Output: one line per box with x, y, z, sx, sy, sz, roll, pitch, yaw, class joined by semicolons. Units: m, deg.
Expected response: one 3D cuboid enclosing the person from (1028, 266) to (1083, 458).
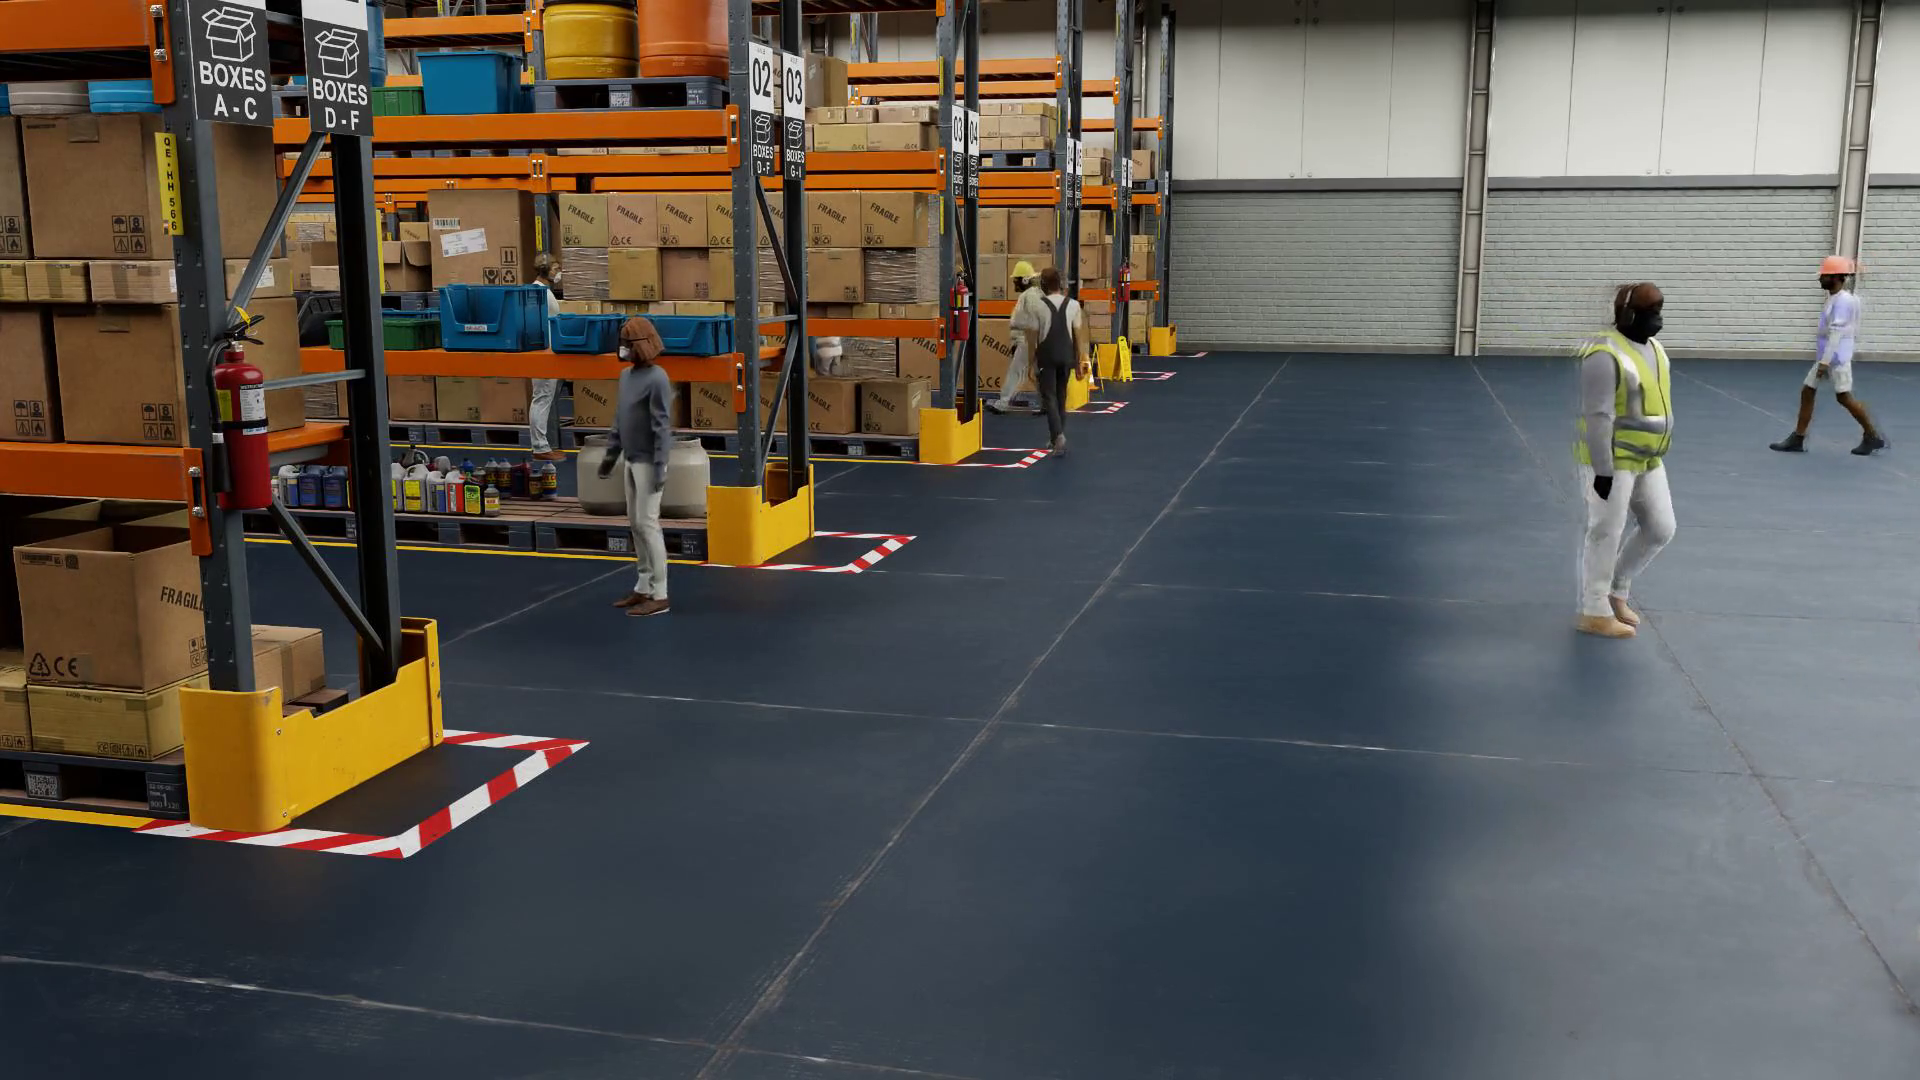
0.919;-1.688;15.788;0.530;1.806;0.896;-3;11;-14;person

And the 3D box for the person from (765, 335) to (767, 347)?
-2.393;-2.520;19.730;0.405;2.035;0.606;2;11;13;person

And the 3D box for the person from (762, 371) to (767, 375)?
-2.355;-2.275;18.871;0.981;1.847;0.665;-2;10;-9;person

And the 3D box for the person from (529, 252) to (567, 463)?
-3.840;-1.680;15.365;0.373;1.931;0.626;-3;11;-16;person

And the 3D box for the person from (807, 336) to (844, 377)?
-1.398;-1.979;17.860;0.501;1.610;0.572;8;13;36;person

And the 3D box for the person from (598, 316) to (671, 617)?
-1.766;-0.408;9.147;0.336;1.633;0.509;-7;12;-34;person

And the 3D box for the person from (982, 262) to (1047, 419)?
0.681;-2.266;18.997;0.929;1.779;0.624;0;10;0;person

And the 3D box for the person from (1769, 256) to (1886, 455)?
8.384;-1.754;15.861;0.962;1.900;0.550;3;11;14;person

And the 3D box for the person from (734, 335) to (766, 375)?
-2.318;-1.970;17.543;0.650;1.717;0.497;6;12;30;person

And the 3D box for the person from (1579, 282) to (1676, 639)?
3.413;-0.400;8.533;0.659;1.829;0.450;-8;13;-38;person
